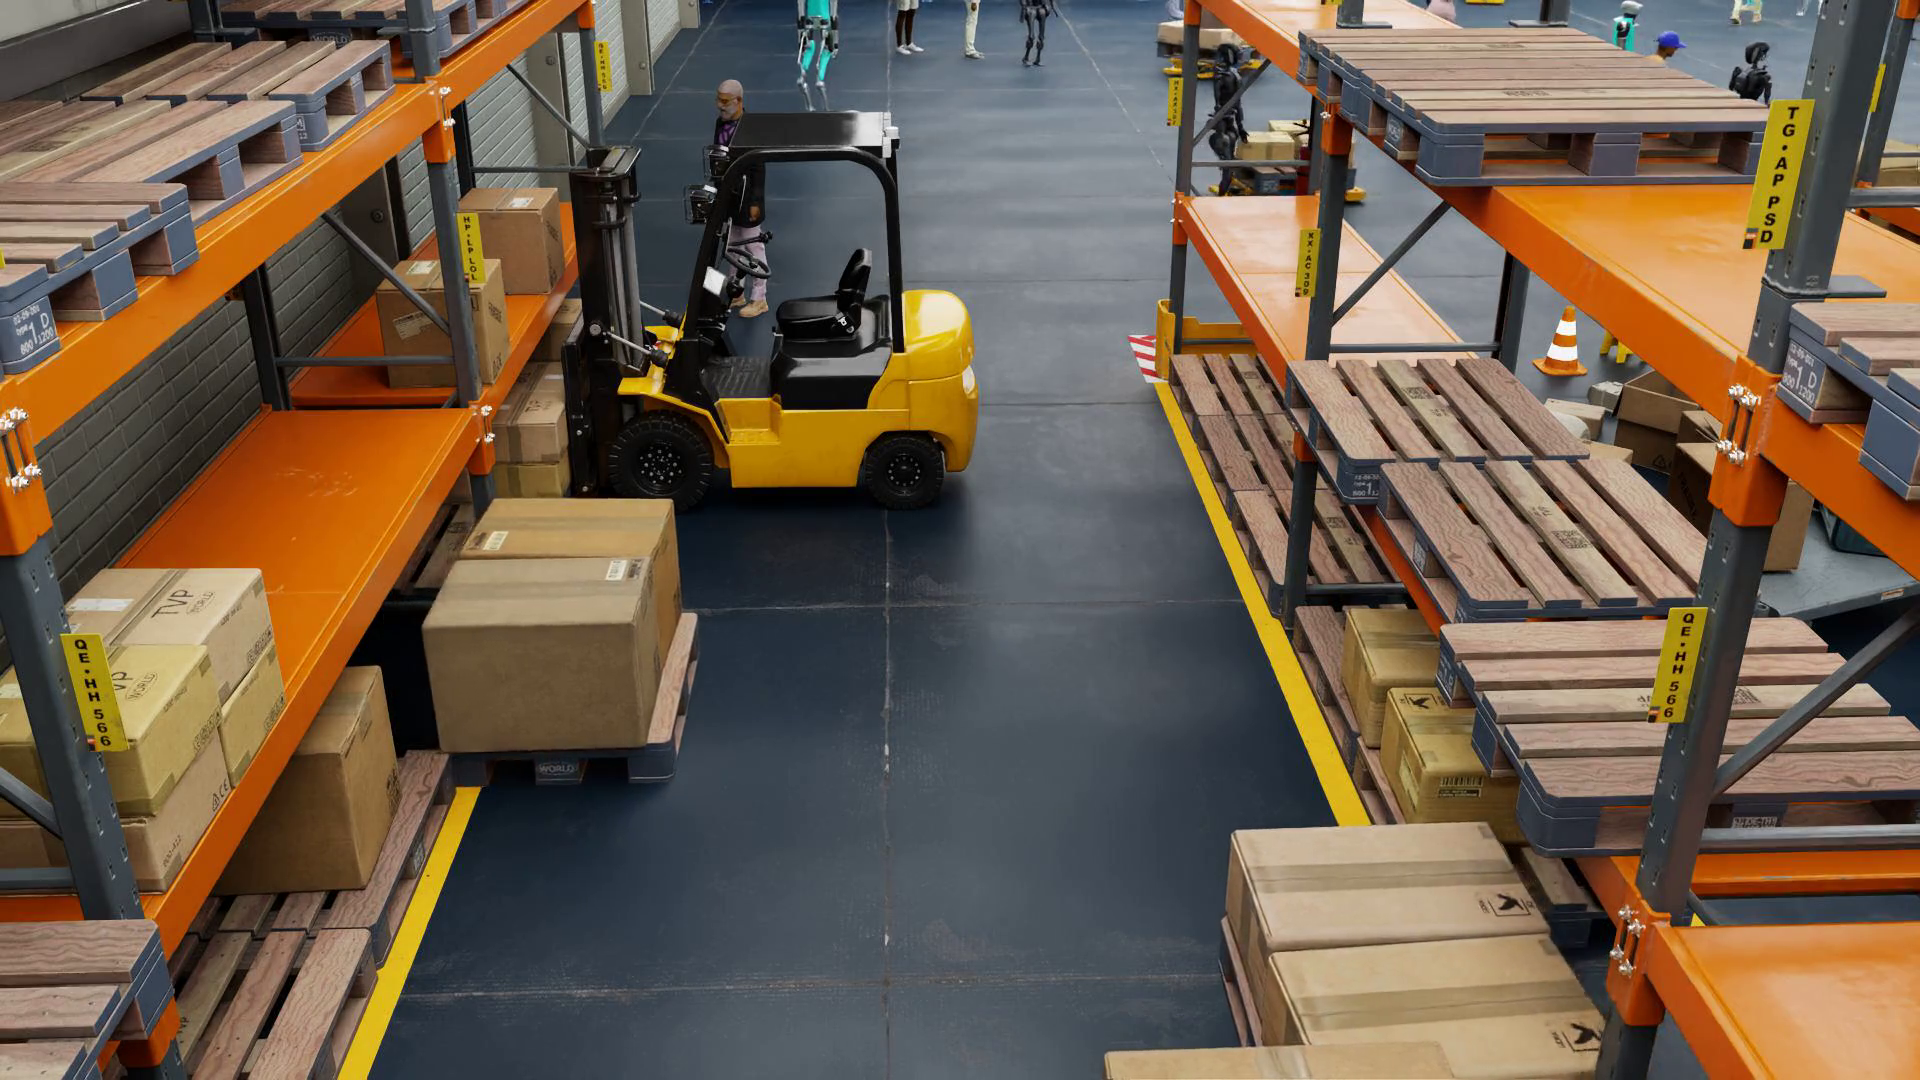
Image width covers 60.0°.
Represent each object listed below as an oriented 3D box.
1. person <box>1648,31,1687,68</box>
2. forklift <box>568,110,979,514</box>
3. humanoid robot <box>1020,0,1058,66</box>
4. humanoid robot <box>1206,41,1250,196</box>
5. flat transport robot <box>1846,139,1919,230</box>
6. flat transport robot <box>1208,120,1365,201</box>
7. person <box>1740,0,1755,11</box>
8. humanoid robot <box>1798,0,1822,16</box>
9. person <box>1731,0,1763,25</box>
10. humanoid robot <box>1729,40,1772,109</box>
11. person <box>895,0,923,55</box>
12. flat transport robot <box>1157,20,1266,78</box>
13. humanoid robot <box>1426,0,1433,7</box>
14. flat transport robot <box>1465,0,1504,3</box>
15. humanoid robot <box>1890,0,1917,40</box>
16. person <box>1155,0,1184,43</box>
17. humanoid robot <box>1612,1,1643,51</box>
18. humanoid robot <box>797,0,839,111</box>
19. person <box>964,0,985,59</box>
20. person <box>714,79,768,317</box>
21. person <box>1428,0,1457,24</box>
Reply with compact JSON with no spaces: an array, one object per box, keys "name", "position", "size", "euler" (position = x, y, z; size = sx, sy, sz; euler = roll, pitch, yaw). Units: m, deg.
[{"name":"person","position":[6.848,-4.257,16.669],"size":[0.892,1.671,0.507],"euler":[-3,25,-7]},{"name":"forklift","position":[-1.043,-1.379,9.976],"size":[2.313,2.155,1.214],"euler":[-1,25,-2]},{"name":"humanoid robot","position":[1.117,-7.663,23.876],"size":[0.596,1.656,0.341],"euler":[-13,28,-25]},{"name":"humanoid robot","position":[2.571,-3.941,15.998],"size":[0.337,1.657,0.587],"euler":[14,29,27]},{"name":"flat transport robot","position":[7.177,-1.942,13.416],"size":[1.431,0.231,0.659],"euler":[4,26,9]},{"name":"flat transport robot","position":[3.307,-3.578,16.880],"size":[1.431,0.231,0.659],"euler":[-5,26,-11]},{"name":"person","position":[14.023,-10.267,29.121],"size":[0.498,1.912,0.352],"euler":[-21,32,-37]},{"name":"humanoid robot","position":[14.705,-9.725,28.289],"size":[0.550,1.874,0.834],"euler":[-6,26,-13]},{"name":"person","position":[13.231,-9.539,27.670],"size":[1.023,1.844,0.531],"euler":[-23,34,-39]},{"name":"humanoid robot","position":[7.609,-4.003,16.124],"size":[0.407,1.644,0.590],"euler":[-8,26,-16]},{"name":"person","position":[-0.792,-8.270,24.910],"size":[0.359,1.897,0.555],"euler":[15,29,29]},{"name":"flat transport robot","position":[3.584,-6.758,23.614],"size":[0.659,0.231,1.431],"euler":[23,34,40]},{"name":"humanoid robot","position":[5.600,-5.728,19.834],"size":[0.590,1.630,0.679],"euler":[-10,27,-21]},{"name":"flat transport robot","position":[9.615,-10.092,30.676],"size":[0.659,0.231,1.431],"euler":[4,26,9]},{"name":"humanoid robot","position":[14.843,-8.732,26.186],"size":[0.740,1.631,0.596],"euler":[14,29,28]},{"name":"person","position":[3.385,-8.512,25.522],"size":[0.710,1.799,0.594],"euler":[7,26,14]},{"name":"humanoid robot","position":[7.222,-4.804,17.784],"size":[0.661,1.826,0.543],"euler":[11,27,22]},{"name":"humanoid robot","position":[-1.790,-6.062,20.367],"size":[0.541,1.753,0.655],"euler":[6,26,13]},{"name":"person","position":[0.221,-8.008,24.533],"size":[0.345,1.745,0.561],"euler":[0,25,-1]},{"name":"person","position":[-1.745,-2.707,13.180],"size":[0.530,1.855,0.407],"euler":[22,33,38]},{"name":"person","position":[5.544,-5.570,19.226],"size":[0.437,1.915,0.666],"euler":[12,28,23]}]
